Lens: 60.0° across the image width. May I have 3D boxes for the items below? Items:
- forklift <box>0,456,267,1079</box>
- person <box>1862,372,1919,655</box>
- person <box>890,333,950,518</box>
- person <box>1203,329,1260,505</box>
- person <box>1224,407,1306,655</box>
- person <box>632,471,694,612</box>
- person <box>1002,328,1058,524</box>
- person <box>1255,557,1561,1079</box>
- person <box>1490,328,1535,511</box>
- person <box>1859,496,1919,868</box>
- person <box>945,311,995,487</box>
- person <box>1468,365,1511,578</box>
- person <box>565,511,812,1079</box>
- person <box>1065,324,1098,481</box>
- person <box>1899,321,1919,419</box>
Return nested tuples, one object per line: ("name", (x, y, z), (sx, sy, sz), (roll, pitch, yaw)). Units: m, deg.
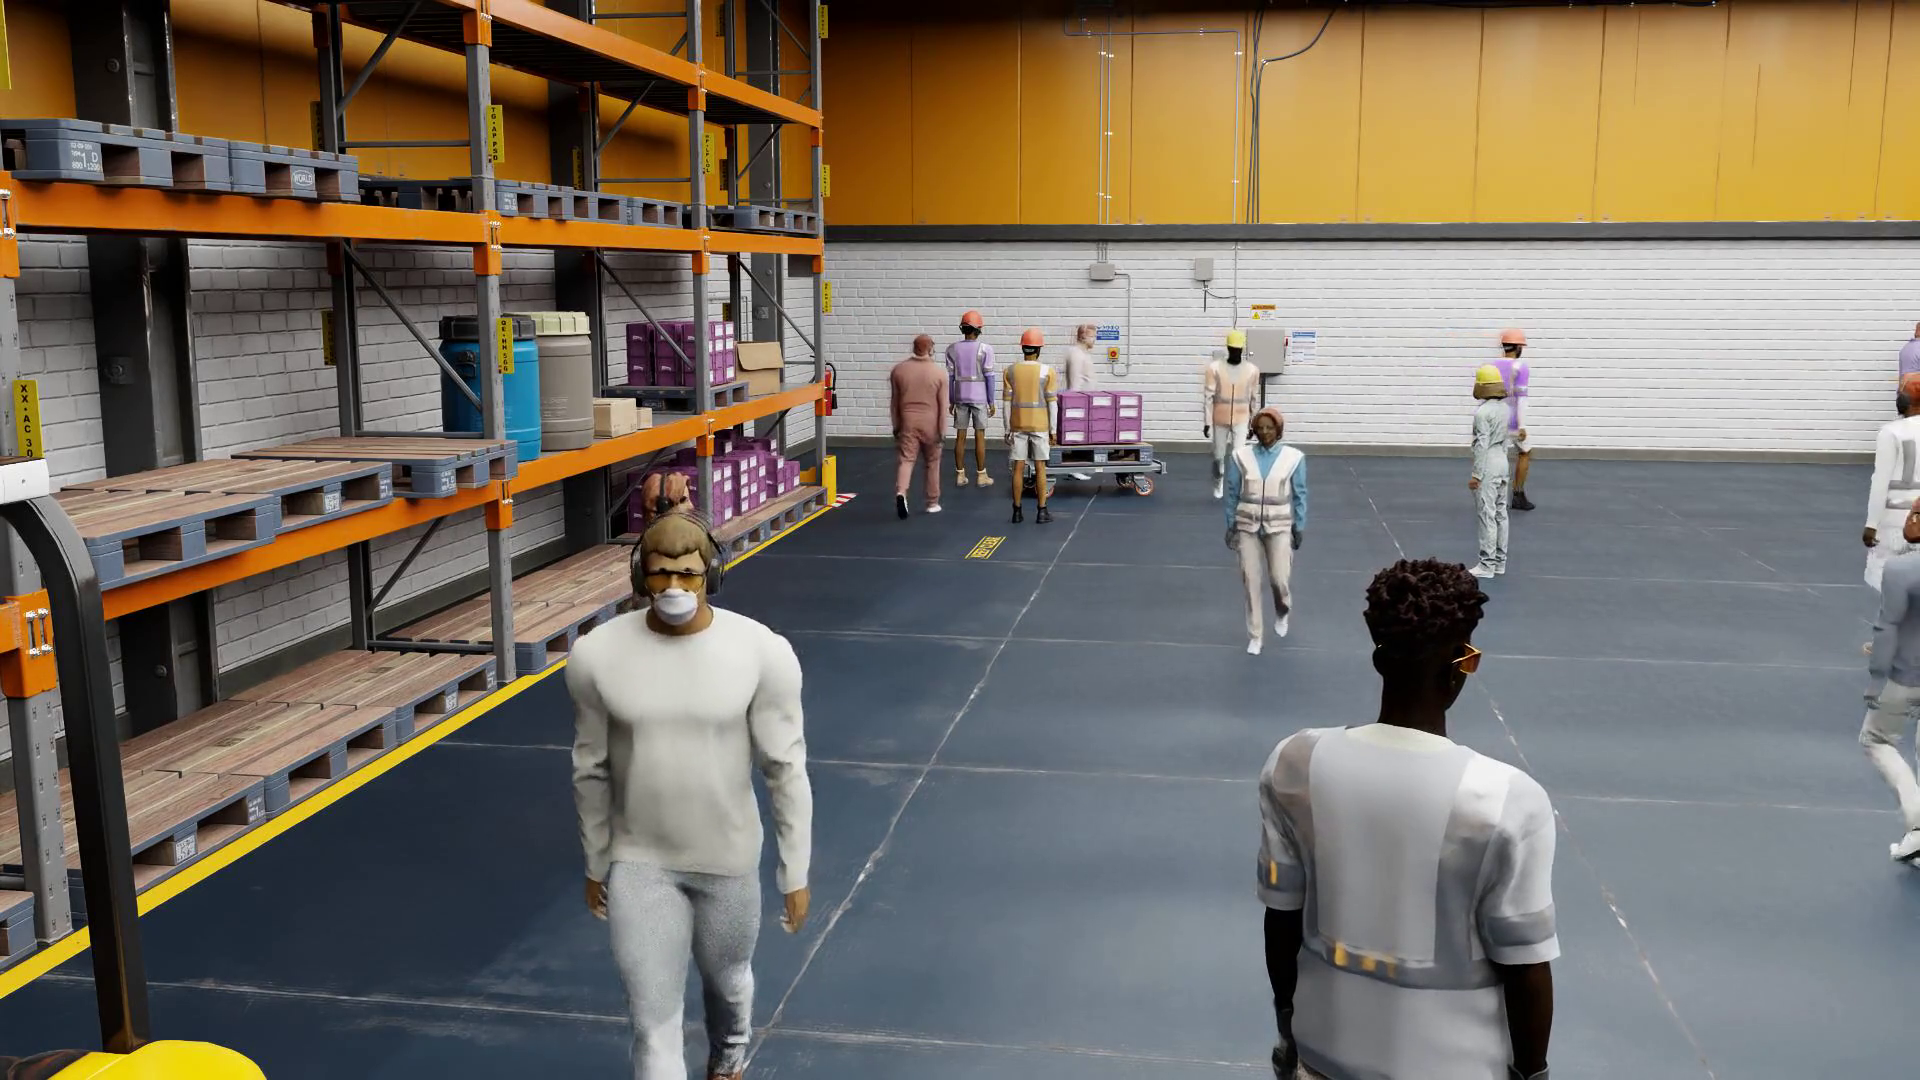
("forklift", (-2.328, 0.975, 2.765), (2.313, 2.155, 1.214), (1, 9, 9))
("person", (6.034, -0.120, 10.513), (0.591, 1.869, 0.570), (-3, 10, -19))
("person", (-0.421, -1.164, 16.943), (0.647, 1.885, 0.837), (2, 9, 13))
("person", (2.882, -1.302, 17.732), (0.596, 1.901, 0.799), (1, 9, 4))
("person", (2.009, -0.071, 10.956), (0.520, 1.626, 0.438), (3, 10, 17))
("person", (-1.283, 0.518, 7.280), (0.314, 1.642, 0.514), (-1, 9, -7))
("person", (0.703, -1.127, 16.518), (0.555, 1.935, 0.366), (2, 9, 14))
("person", (0.879, 1.002, 3.300), (0.606, 1.966, 0.367), (7, 12, 38))
("person", (5.740, -1.238, 17.260), (0.713, 1.911, 0.587), (-6, 11, -31))
("person", (4.022, 0.583, 6.941), (0.525, 1.618, 0.369), (-1, 9, -7))
("person", (0.133, -1.635, 19.325), (0.605, 2.044, 0.375), (4, 10, 22))
("person", (4.318, -0.562, 13.638), (0.313, 1.741, 0.487), (9, 13, 43))
("person", (-0.724, 0.844, 4.514), (0.647, 1.898, 1.013), (0, 9, -3))
("person", (1.444, -1.631, 19.819), (0.429, 1.878, 0.646), (1, 9, 4))
("person", (11.953, -1.791, 20.725), (0.409, 1.903, 0.639), (1, 9, 3))
